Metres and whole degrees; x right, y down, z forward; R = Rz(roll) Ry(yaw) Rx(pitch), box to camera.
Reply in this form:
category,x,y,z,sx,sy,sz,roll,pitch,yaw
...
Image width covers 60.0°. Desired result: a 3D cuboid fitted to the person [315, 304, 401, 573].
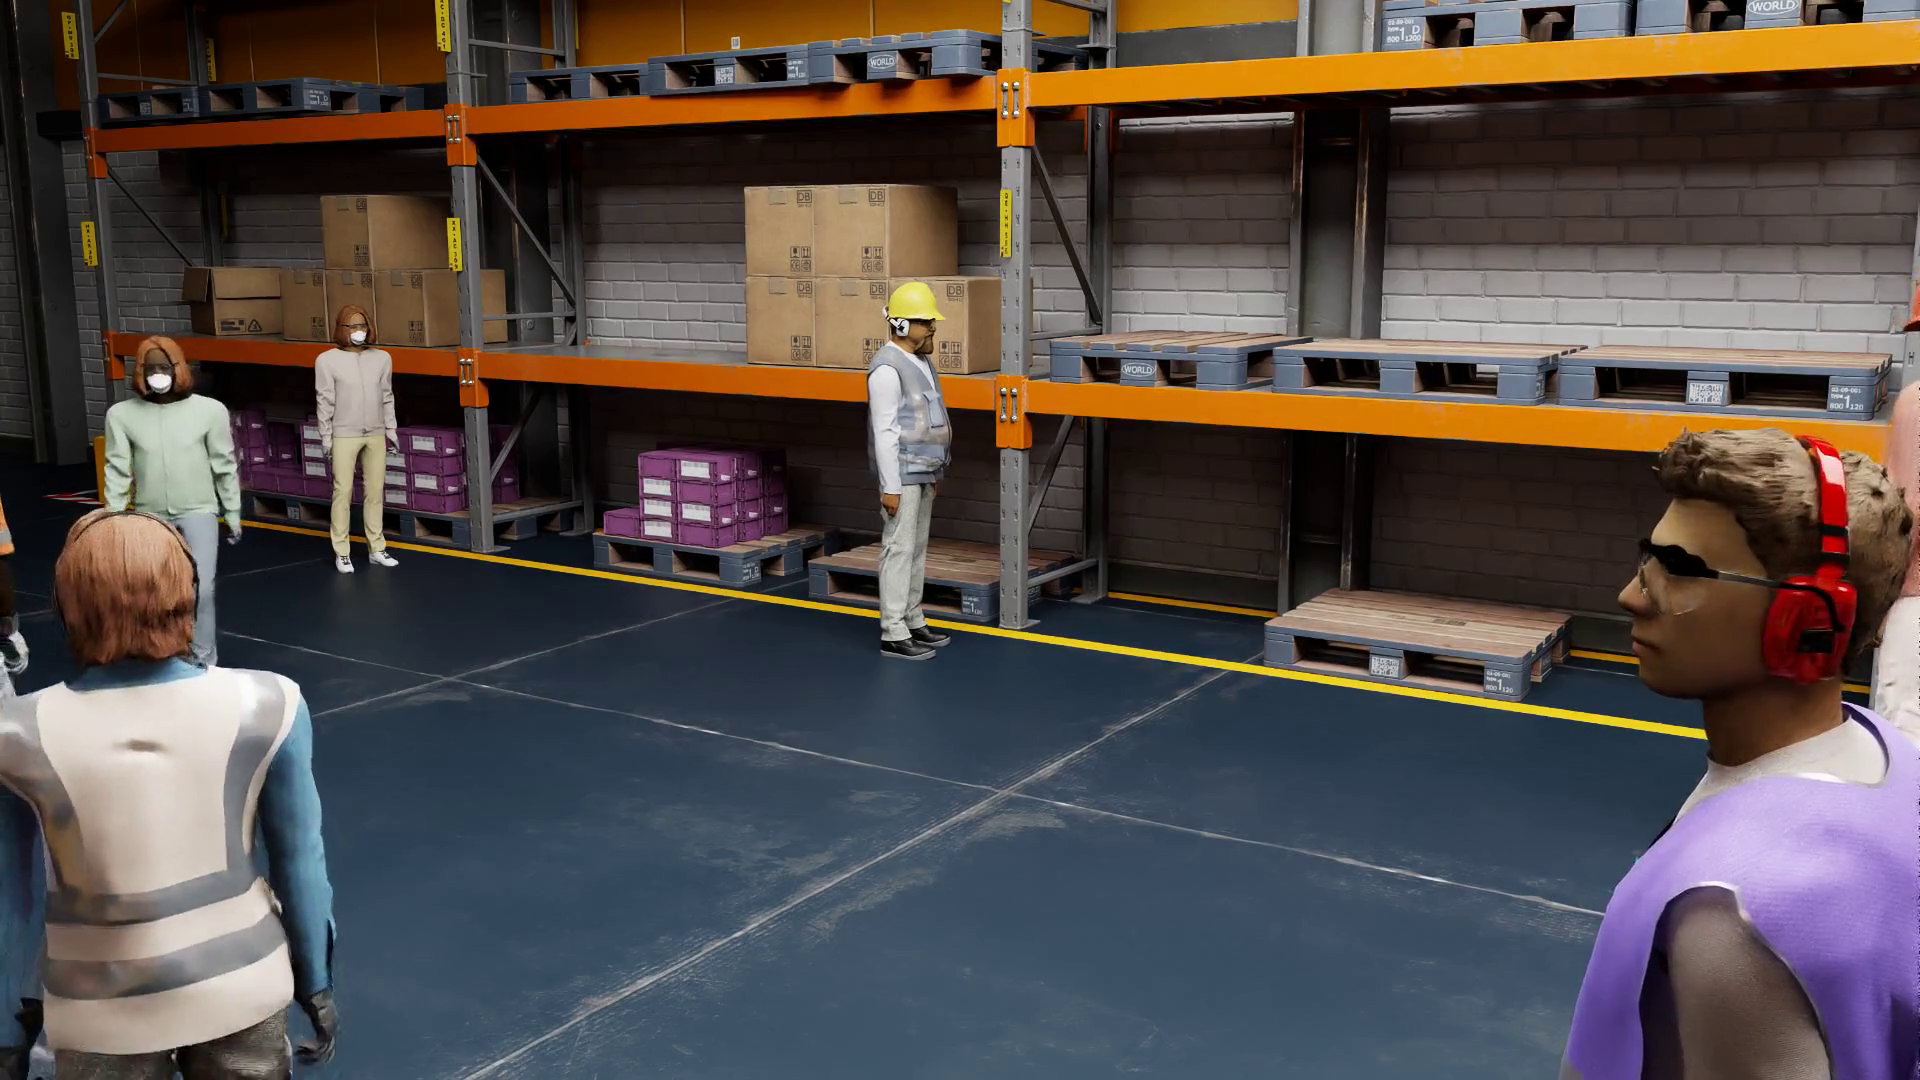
category,x,y,z,sx,sy,sz,roll,pitch,yaw
person,-3.680,-0.621,10.200,0.281,1.632,0.507,10,14,42

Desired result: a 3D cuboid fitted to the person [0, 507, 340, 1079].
category,x,y,z,sx,sy,sz,roll,pitch,yaw
person,-1.237,0.763,2.599,0.523,1.621,0.684,-6,12,-29

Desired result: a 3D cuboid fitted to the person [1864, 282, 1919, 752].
category,x,y,z,sx,sy,sz,roll,pitch,yaw
person,2.911,0.179,4.851,0.801,1.966,0.594,-4,11,-23

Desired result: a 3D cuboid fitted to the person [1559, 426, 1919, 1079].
category,x,y,z,sx,sy,sz,roll,pitch,yaw
person,0.781,0.808,1.677,0.379,1.849,0.570,7,12,33

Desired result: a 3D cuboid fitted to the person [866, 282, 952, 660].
category,x,y,z,sx,sy,sz,roll,pitch,yaw
person,-0.241,-0.333,8.092,0.403,1.825,0.587,3,11,16

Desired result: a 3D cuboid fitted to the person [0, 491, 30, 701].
category,x,y,z,sx,sy,sz,roll,pitch,yaw
person,-3.035,0.317,4.853,0.542,1.680,0.474,-5,11,-24

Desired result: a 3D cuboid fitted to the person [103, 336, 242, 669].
category,x,y,z,sx,sy,sz,roll,pitch,yaw
person,-3.399,-0.061,7.171,0.521,1.609,0.667,-2,11,-13
